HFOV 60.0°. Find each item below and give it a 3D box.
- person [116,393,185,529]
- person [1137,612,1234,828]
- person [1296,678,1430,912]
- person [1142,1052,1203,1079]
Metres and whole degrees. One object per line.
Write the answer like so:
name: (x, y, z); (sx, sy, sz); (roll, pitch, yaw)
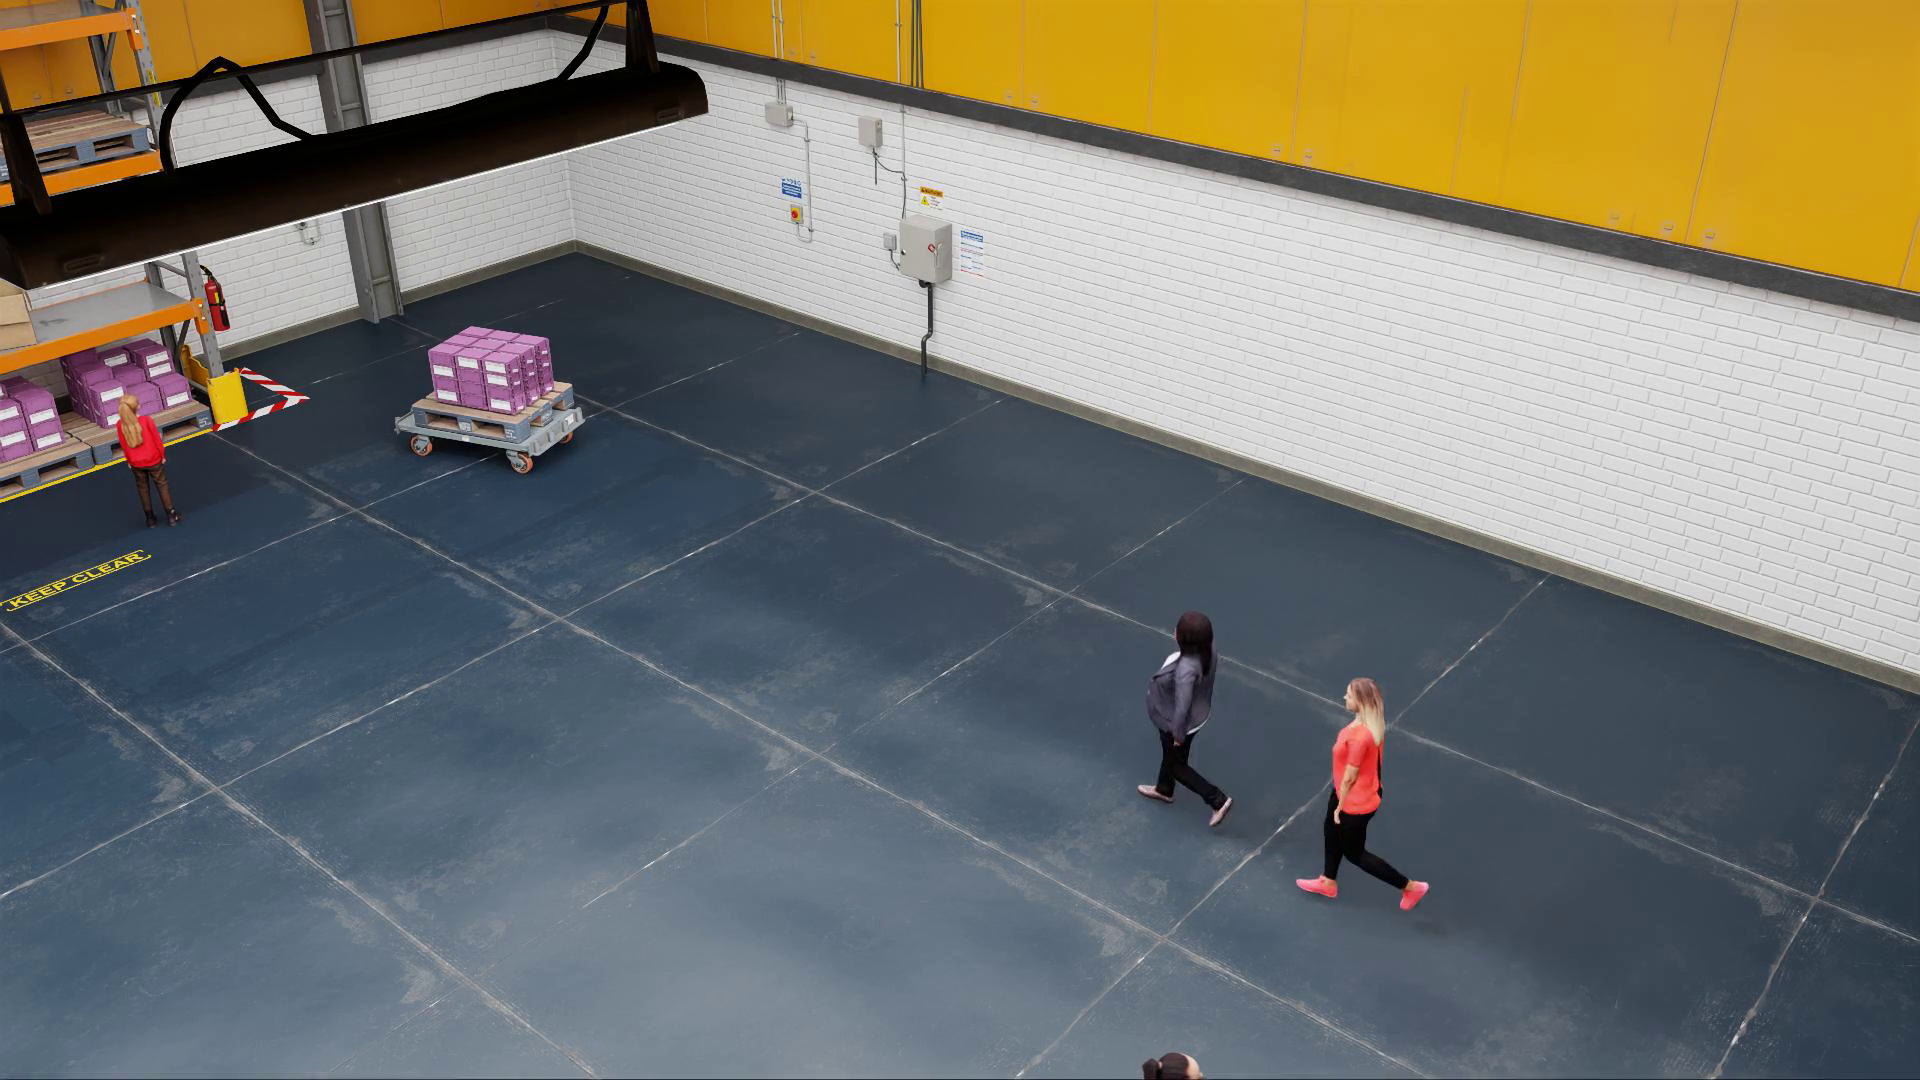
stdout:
person: (-7.276, -0.716, 14.854); (0.580, 1.280, 0.647); (-5, 29, -8)
person: (1.556, 1.194, 11.046); (0.879, 1.575, 0.962); (13, 31, 22)
person: (2.519, 1.618, 10.175); (0.893, 1.665, 1.046); (10, 30, 17)
person: (0.960, 2.993, 7.632); (0.640, 1.685, 0.625); (-9, 30, -16)
